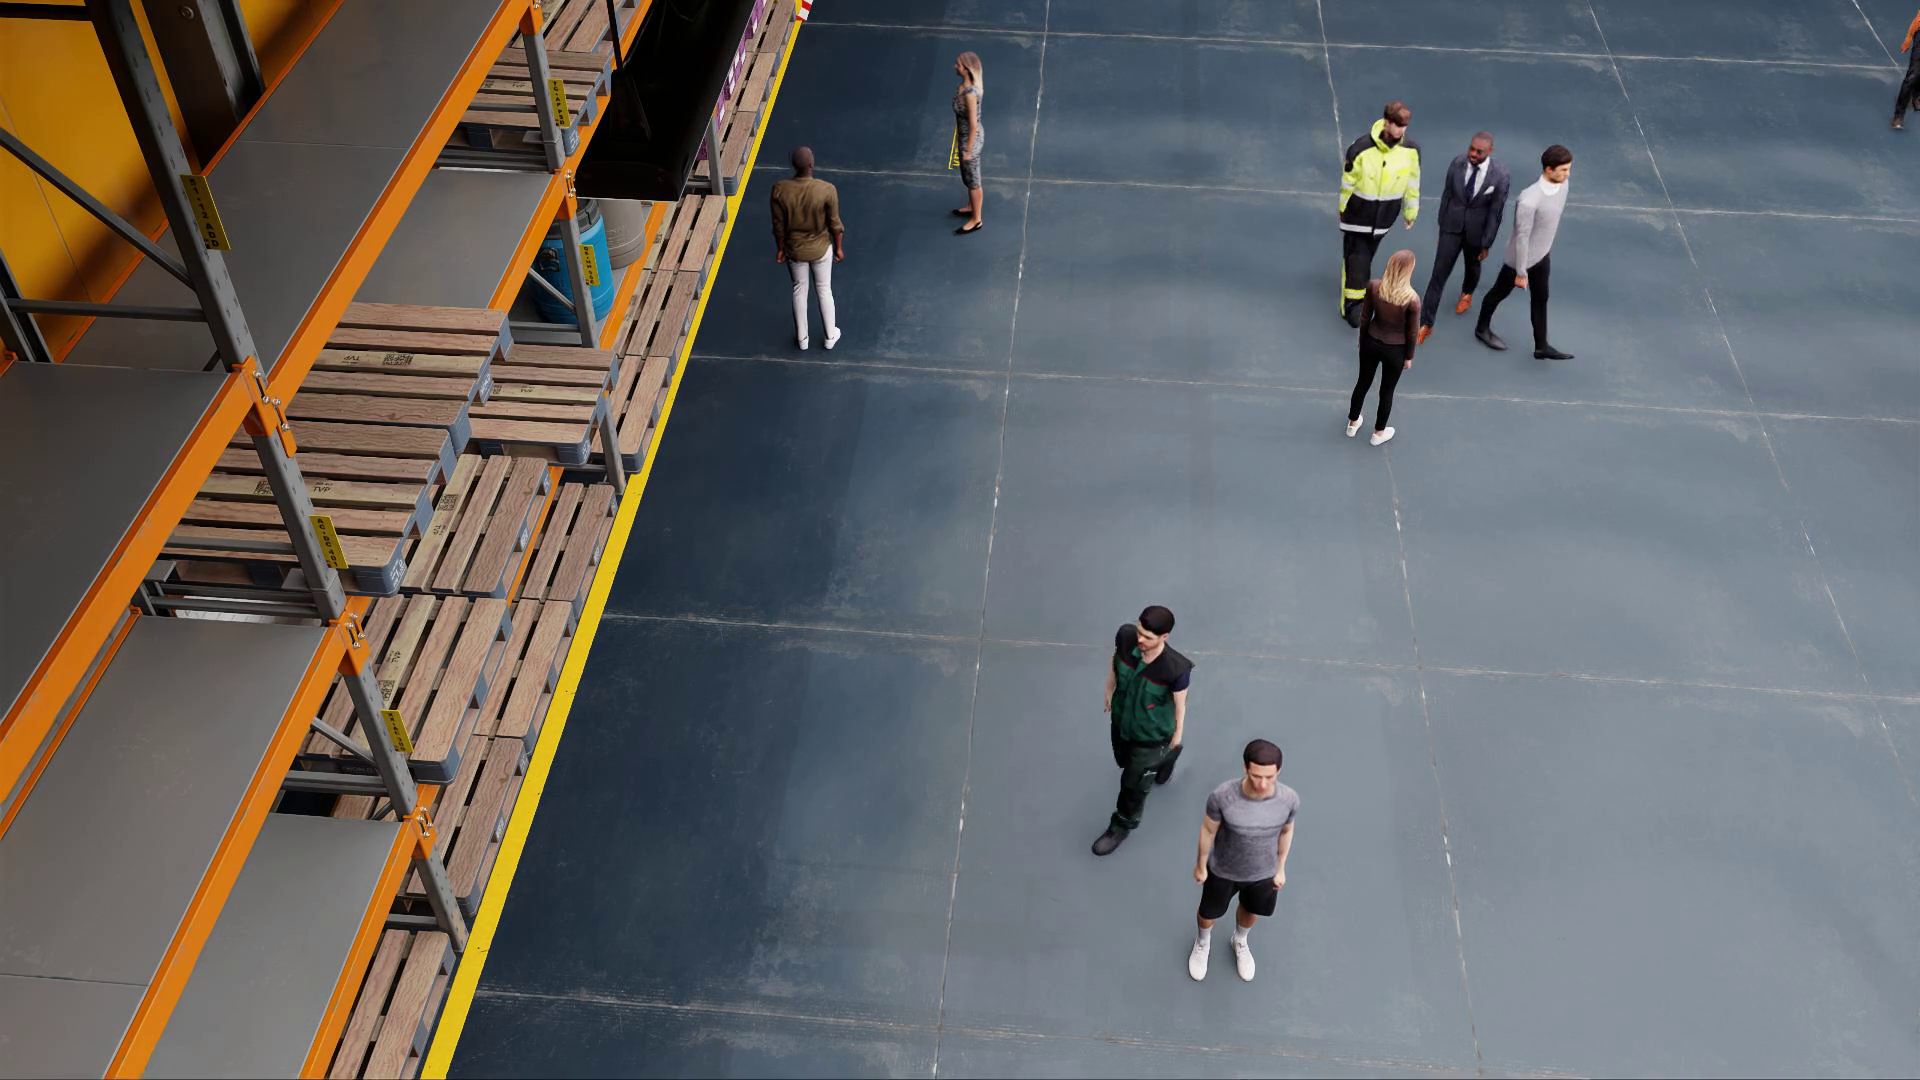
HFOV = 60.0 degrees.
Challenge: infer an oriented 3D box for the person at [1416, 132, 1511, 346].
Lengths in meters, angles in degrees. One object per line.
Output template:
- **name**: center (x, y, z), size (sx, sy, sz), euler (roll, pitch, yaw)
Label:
- **person**: center (4.174, -2.537, 13.613), size (1.015, 1.788, 1.301), euler (22, 48, 21)

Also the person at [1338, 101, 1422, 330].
- **person**: center (3.409, -2.807, 13.795), size (0.982, 1.928, 1.286), euler (-7, 44, -7)

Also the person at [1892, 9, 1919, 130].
- **person**: center (9.406, -4.838, 16.043), size (0.765, 1.767, 0.918), euler (7, 44, 8)

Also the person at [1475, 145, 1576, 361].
- **person**: center (4.465, -2.332, 13.322), size (1.167, 1.892, 1.235), euler (-29, 51, -27)

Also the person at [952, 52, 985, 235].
- **person**: center (0.103, -3.532, 14.717), size (0.645, 1.705, 0.453), euler (0, 44, 0)

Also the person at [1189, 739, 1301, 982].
- **person**: center (1.541, 1.736, 9.067), size (0.663, 1.871, 0.560), euler (1, 44, 1)

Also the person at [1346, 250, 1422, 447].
- **person**: center (3.191, -1.446, 12.527), size (0.678, 1.705, 0.681), euler (27, 50, 26)

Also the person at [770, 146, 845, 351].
- **person**: center (-1.222, -2.333, 13.372), size (0.737, 1.825, 0.567), euler (1, 44, 1)

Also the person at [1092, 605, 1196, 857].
- **person**: center (1.131, 1.032, 9.802), size (1.107, 1.876, 1.220), euler (33, 53, 30)
